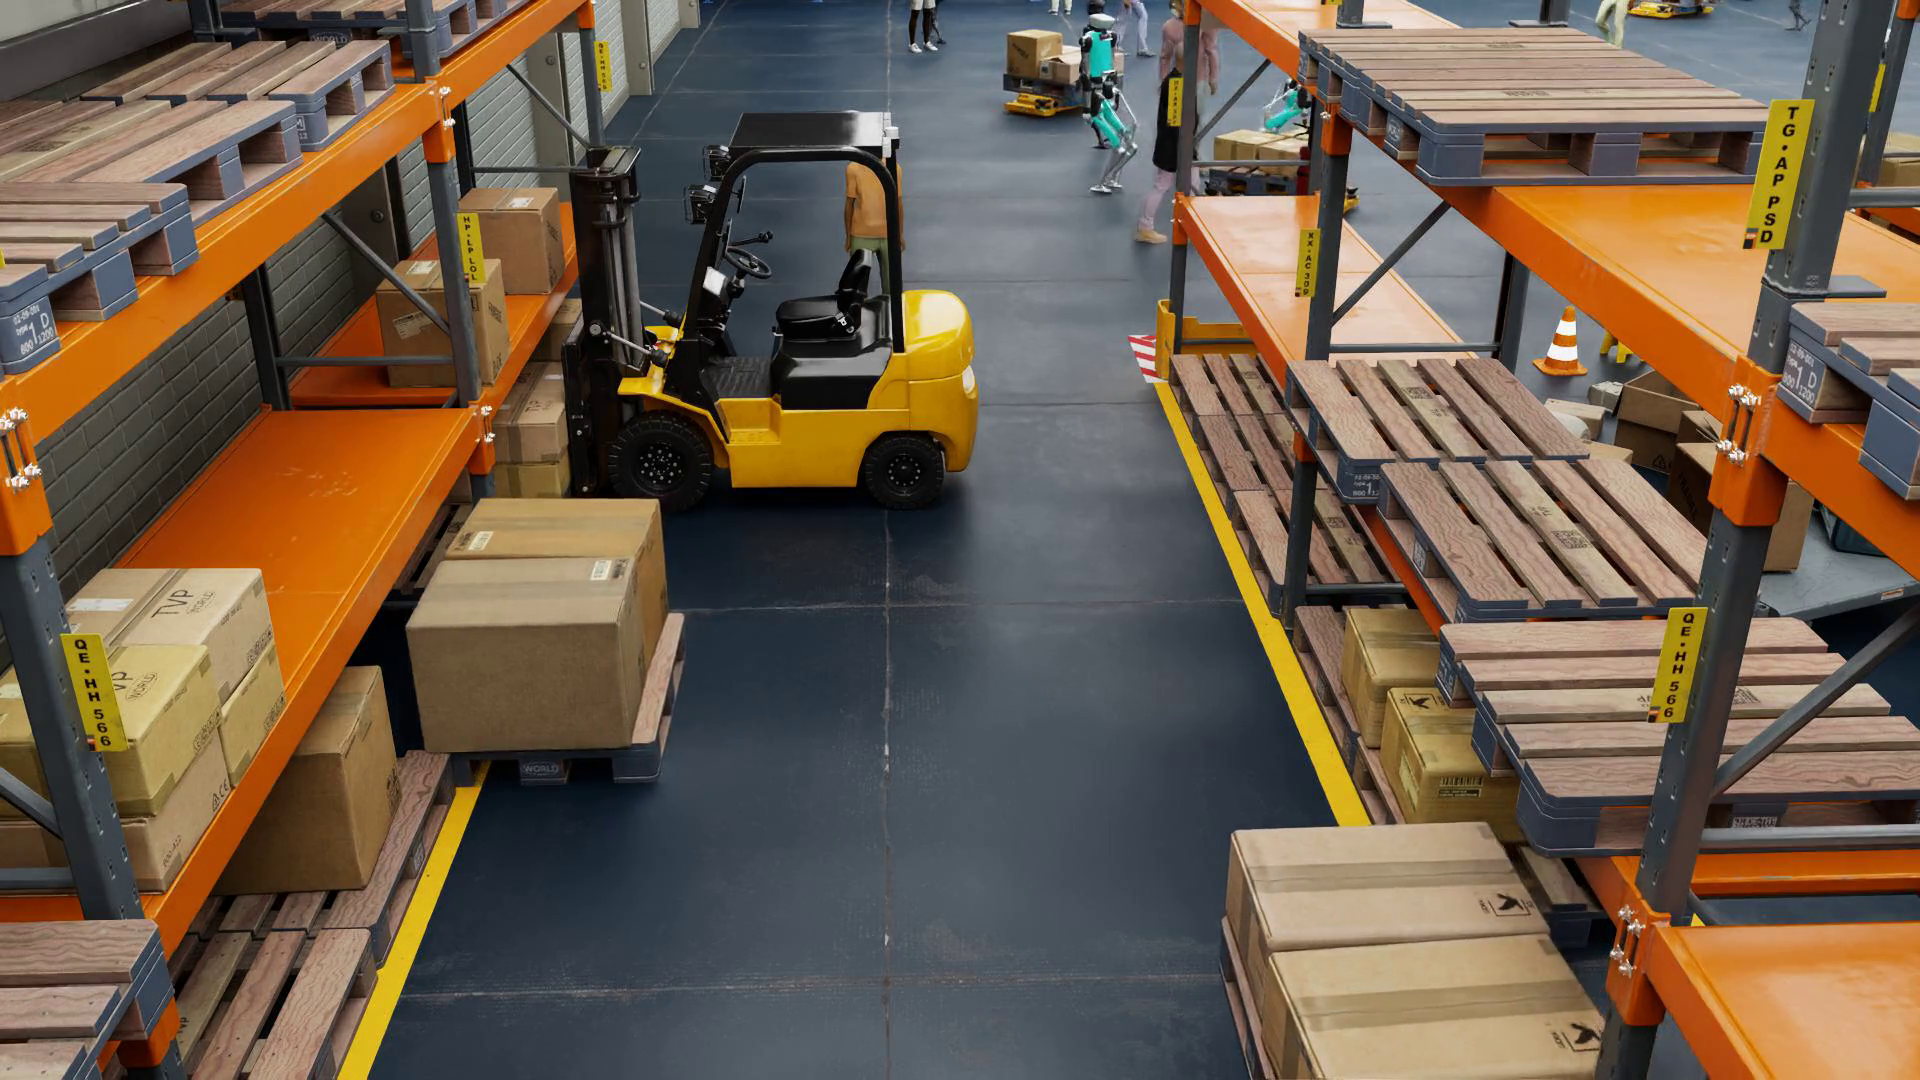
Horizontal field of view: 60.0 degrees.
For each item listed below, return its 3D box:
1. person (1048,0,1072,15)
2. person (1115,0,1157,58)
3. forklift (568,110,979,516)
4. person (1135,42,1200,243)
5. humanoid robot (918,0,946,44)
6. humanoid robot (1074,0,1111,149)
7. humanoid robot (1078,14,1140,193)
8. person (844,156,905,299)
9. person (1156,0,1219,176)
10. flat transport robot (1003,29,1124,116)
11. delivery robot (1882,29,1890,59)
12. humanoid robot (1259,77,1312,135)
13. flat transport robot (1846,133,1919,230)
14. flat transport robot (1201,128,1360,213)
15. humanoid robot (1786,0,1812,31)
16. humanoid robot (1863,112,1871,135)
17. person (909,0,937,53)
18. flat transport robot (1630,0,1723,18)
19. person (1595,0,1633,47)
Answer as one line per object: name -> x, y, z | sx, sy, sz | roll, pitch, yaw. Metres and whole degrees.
person -> 1.742, -9.983, 28.704 | 0.558, 1.751, 0.324 | -9, 27, -18
person -> 2.625, -8.046, 24.526 | 0.788, 1.813, 0.584 | -2, 25, -5
forklift -> -1.043, -1.379, 9.976 | 2.313, 2.155, 1.214 | -1, 25, -2
person -> 2.004, -3.565, 15.046 | 0.839, 1.820, 0.546 | 11, 28, 22
humanoid robot -> -0.491, -8.601, 25.922 | 0.773, 1.629, 0.599 | 23, 34, 40
humanoid robot -> 1.562, -5.275, 18.841 | 0.382, 1.645, 0.599 | 17, 30, 32
humanoid robot -> 1.560, -4.392, 16.841 | 0.714, 1.759, 0.530 | 20, 32, 36
person -> -0.633, -2.245, 12.360 | 0.456, 1.717, 0.351 | -3, 25, -6
person -> 2.428, -4.890, 17.765 | 0.749, 1.896, 0.415 | 16, 29, 30
flat transport robot -> 1.289, -5.639, 21.245 | 0.659, 0.231, 1.431 | 22, 33, 39
delivery robot -> 13.438, -7.366, 24.581 | 0.807, 0.606, 0.499 | -15, 29, -29
humanoid robot -> 3.400, -4.597, 17.323 | 0.862, 1.739, 0.547 | -8, 26, -16
flat transport robot -> 7.406, -2.040, 13.624 | 1.431, 0.231, 0.659 | 4, 26, 9
flat transport robot -> 3.211, -3.471, 16.654 | 1.431, 0.231, 0.659 | 15, 29, 28
humanoid robot -> 13.674, -9.068, 26.853 | 0.410, 1.640, 0.589 | 15, 29, 29
humanoid robot -> 7.617, -3.115, 14.246 | 0.597, 1.641, 0.447 | -7, 26, -15
person -> -0.581, -8.320, 25.030 | 0.539, 1.893, 0.376 | -20, 32, -36
flat transport robot -> 12.385, -9.254, 28.901 | 1.431, 0.231, 0.659 | -16, 30, -30
person -> 9.495, -7.820, 23.978 | 0.470, 1.876, 0.558 | -17, 30, -31
